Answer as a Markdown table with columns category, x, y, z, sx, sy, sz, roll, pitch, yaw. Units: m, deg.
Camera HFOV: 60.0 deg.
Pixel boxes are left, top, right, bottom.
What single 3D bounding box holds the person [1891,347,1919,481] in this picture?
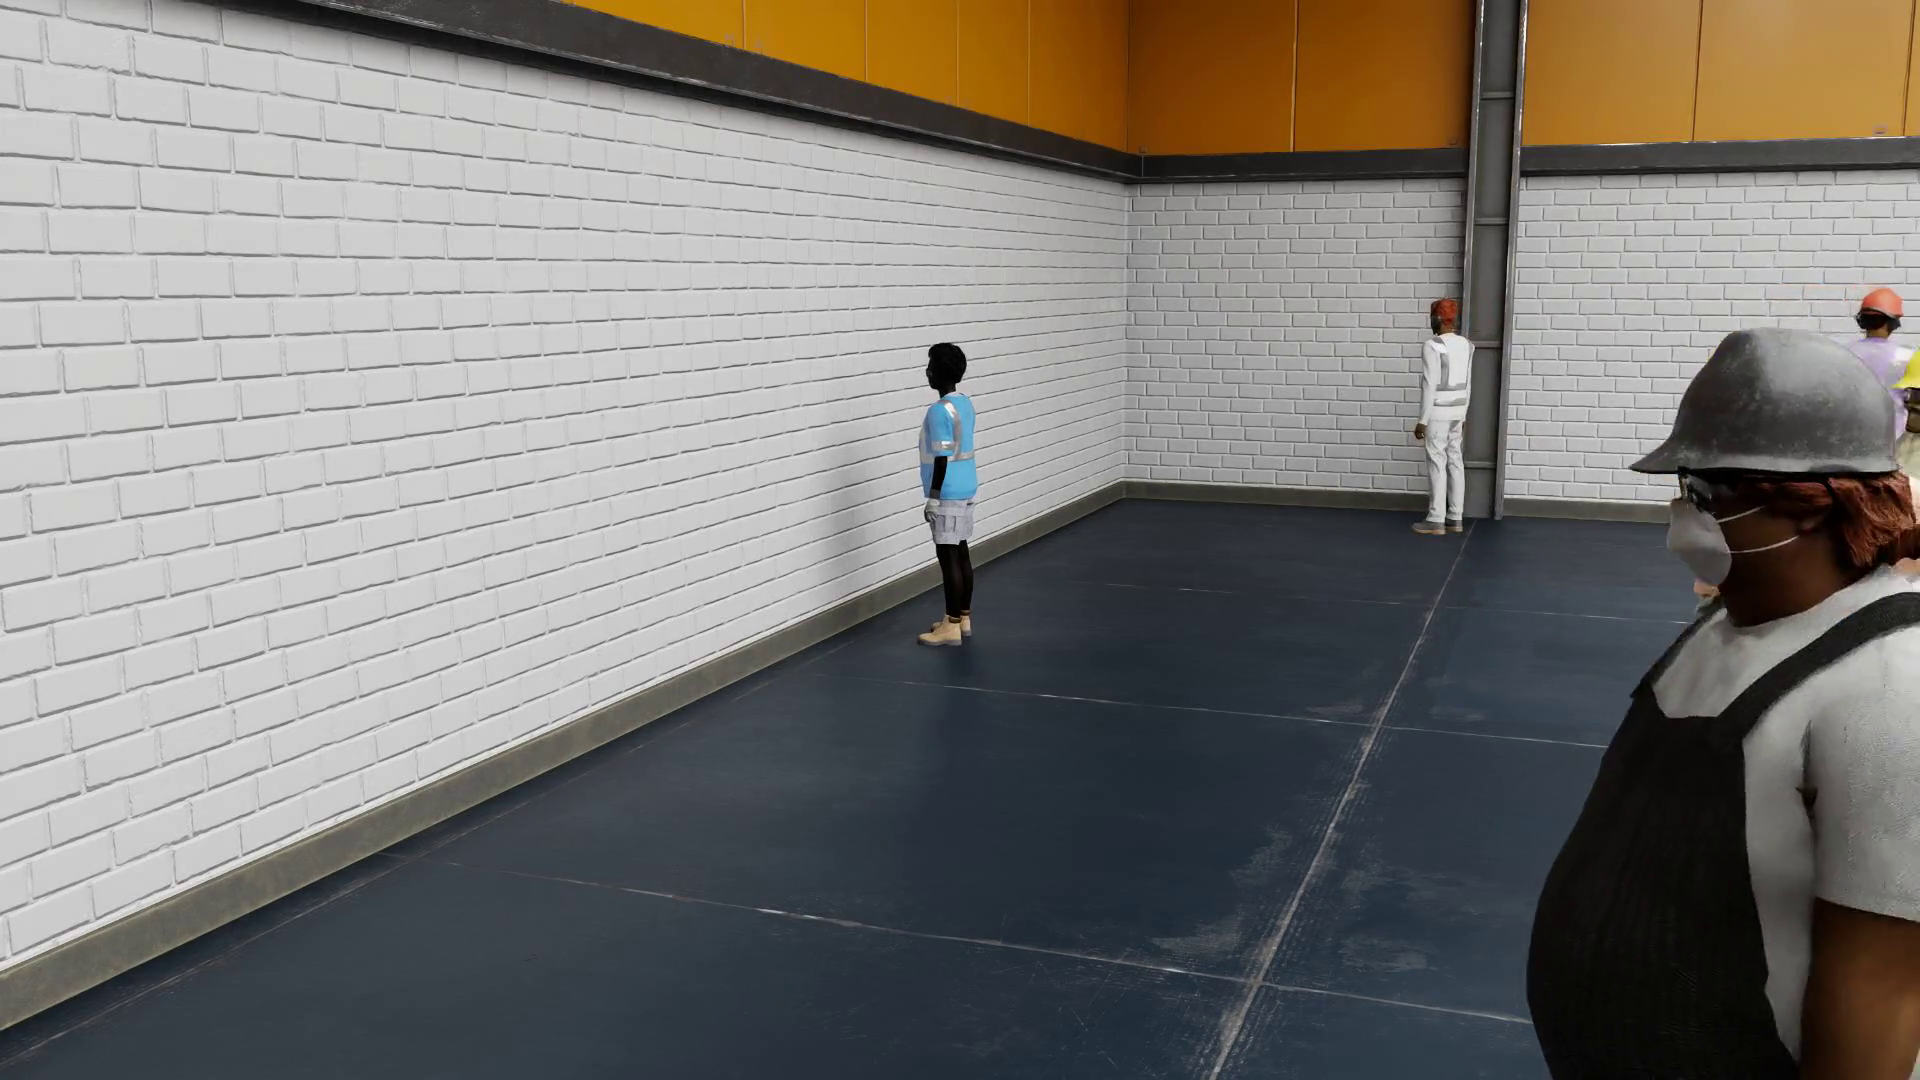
| category | x | y | z | sx | sy | sz | roll | pitch | yaw |
| --- | --- | --- | --- | --- | --- | --- | --- | --- | --- |
| person | 3.758 | 0.150 | 6.422 | 0.438 | 1.814 | 0.610 | -1 | 9 | -4 |

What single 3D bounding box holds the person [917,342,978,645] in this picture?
| category | x | y | z | sx | sy | sz | roll | pitch | yaw |
| --- | --- | --- | --- | --- | --- | --- | --- | --- | --- |
| person | -0.069 | -0.257 | 9.352 | 0.318 | 1.697 | 0.536 | 2 | 9 | 15 |

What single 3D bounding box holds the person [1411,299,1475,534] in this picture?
| category | x | y | z | sx | sy | sz | roll | pitch | yaw |
| --- | --- | --- | --- | --- | --- | --- | --- | --- | --- |
| person | 3.872 | -0.986 | 13.340 | 0.585 | 1.882 | 0.337 | -7 | 11 | -36 |

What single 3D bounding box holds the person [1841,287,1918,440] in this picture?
| category | x | y | z | sx | sy | sz | roll | pitch | yaw |
| --- | --- | --- | --- | --- | --- | --- | --- | --- | --- |
| person | 6.008 | -0.666 | 11.015 | 1.046 | 2.007 | 0.620 | -8 | 12 | -40 |

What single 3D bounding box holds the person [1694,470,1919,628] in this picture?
| category | x | y | z | sx | sy | sz | roll | pitch | yaw |
| --- | --- | --- | --- | --- | --- | --- | --- | --- | --- |
| person | 2.212 | 0.428 | 4.403 | 0.591 | 1.904 | 0.674 | 6 | 11 | 34 |
